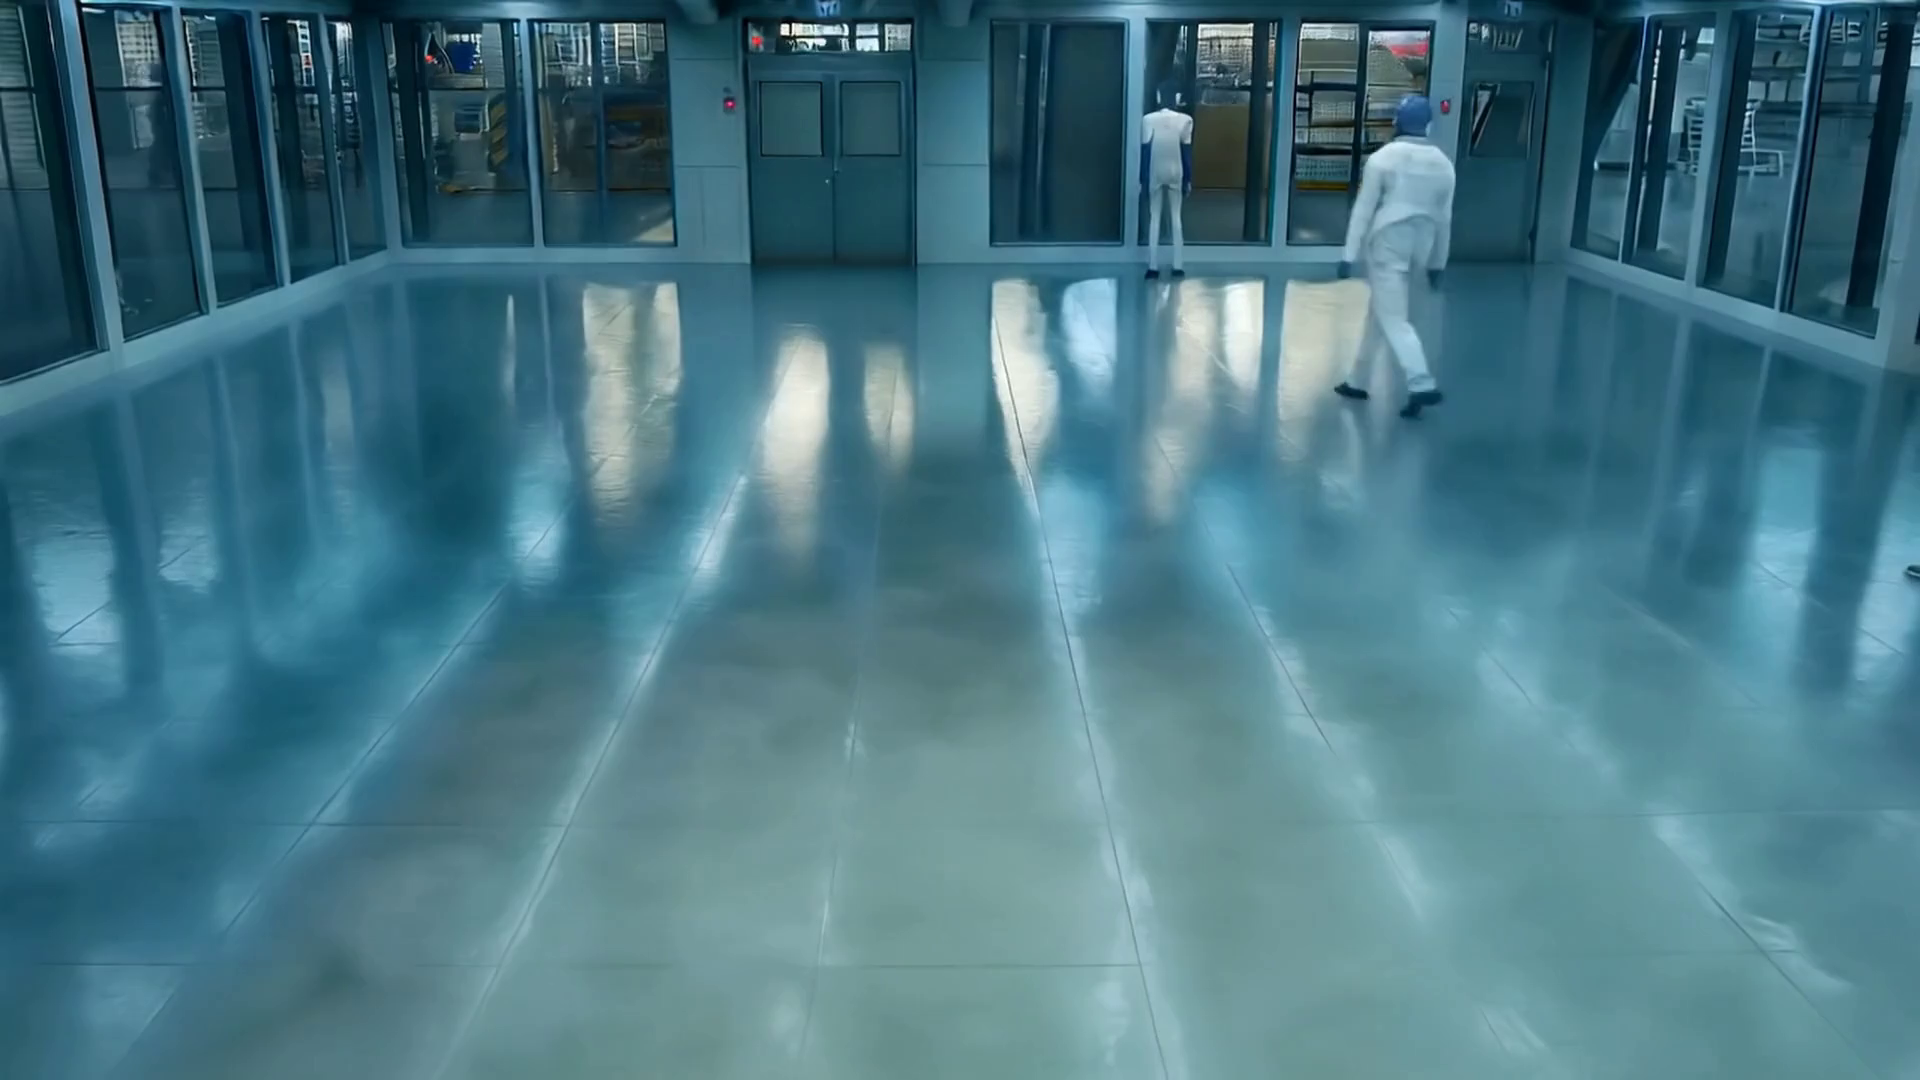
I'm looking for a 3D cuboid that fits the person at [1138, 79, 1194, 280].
[{"bbox_3d":[1.954,-3.405,15.768,0.526,1.865,0.315,3,17,11],"label":"person"}]

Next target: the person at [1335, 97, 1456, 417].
[{"bbox_3d":[2.666,-1.706,10.009,0.667,1.860,0.952,-10,19,-31],"label":"person"}]

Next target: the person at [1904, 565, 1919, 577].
[{"bbox_3d":[4.031,-0.570,6.520,0.286,1.634,0.500,5,17,16],"label":"person"}]
